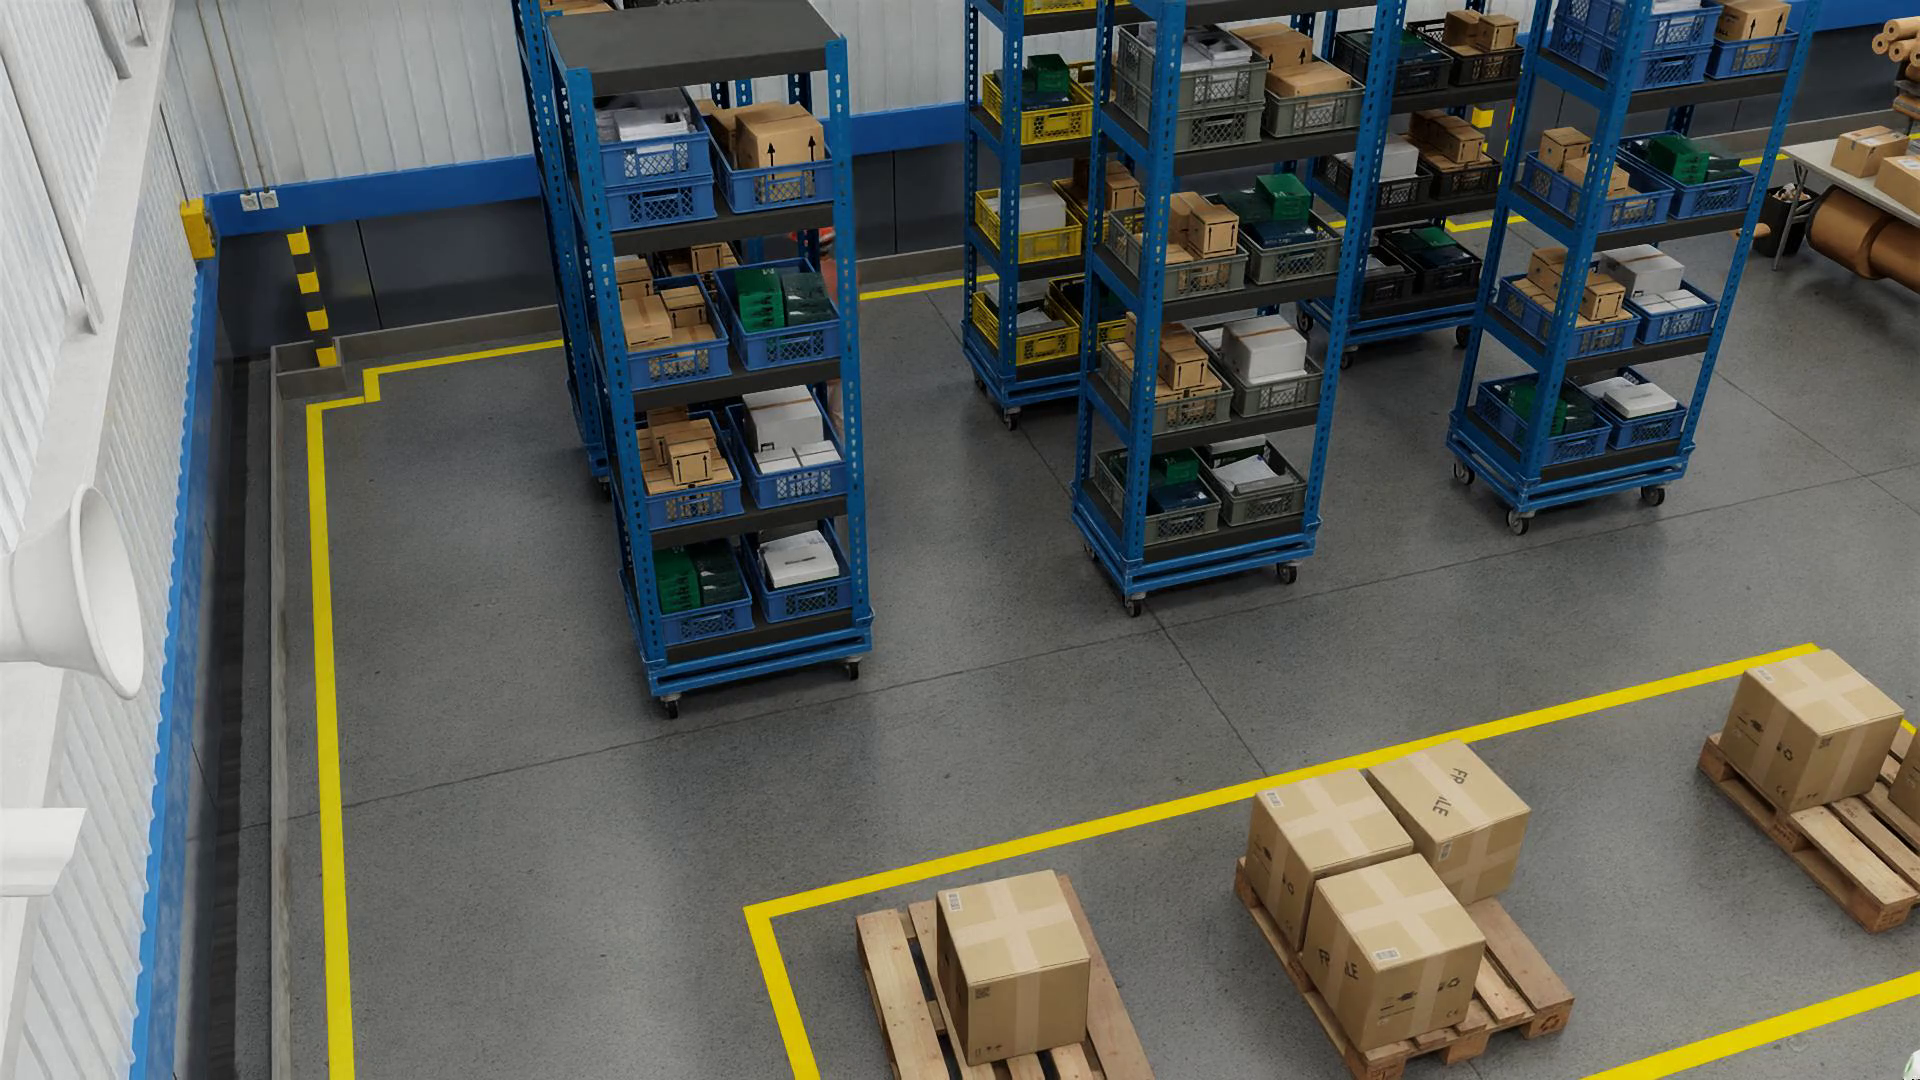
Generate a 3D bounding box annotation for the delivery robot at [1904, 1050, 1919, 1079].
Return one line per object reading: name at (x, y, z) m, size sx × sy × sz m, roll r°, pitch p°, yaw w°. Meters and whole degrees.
delivery robot at (4.046, 2.285, 6.469) m, size 0.477 × 0.478 × 0.707 m, roll -12°, pitch 37°, yaw -17°

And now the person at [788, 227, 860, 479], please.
person at (-0.830, -1.066, 10.077) m, size 0.411 × 1.979 × 0.627 m, roll 20°, pitch 40°, yaw 26°
